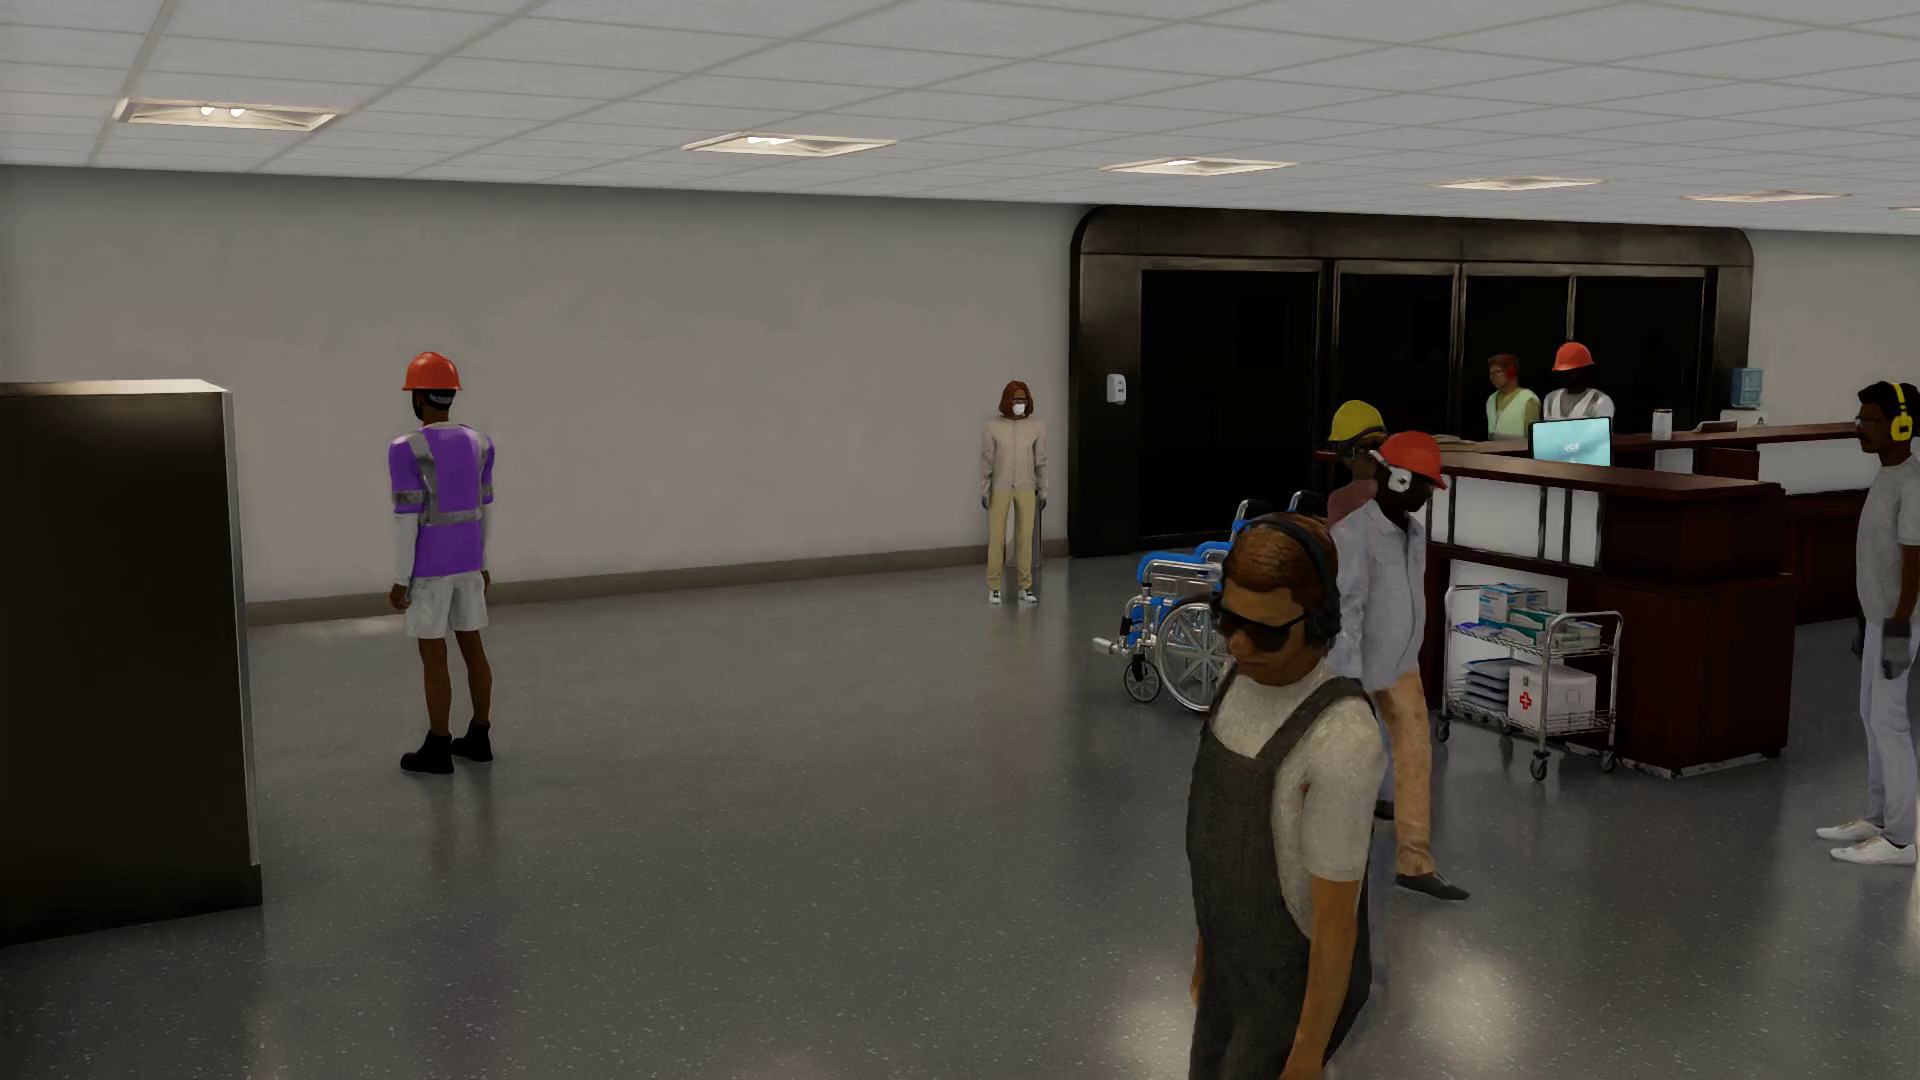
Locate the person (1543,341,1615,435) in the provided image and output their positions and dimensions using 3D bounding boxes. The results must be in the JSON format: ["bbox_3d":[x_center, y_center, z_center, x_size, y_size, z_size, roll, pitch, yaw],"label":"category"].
[{"bbox_3d":[4.358,-0.446,11.755,0.539,1.913,0.547,-4,9,-29],"label":"person"}]

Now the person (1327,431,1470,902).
[{"bbox_3d":[1.503,0.431,6.200,0.566,1.693,0.875,-6,10,-38],"label":"person"}]

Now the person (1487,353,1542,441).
[{"bbox_3d":[4.231,-0.516,12.714,0.633,1.830,0.631,-3,8,-21],"label":"person"}]

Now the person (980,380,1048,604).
[{"bbox_3d":[0.393,-0.343,12.075,0.504,1.627,0.285,-1,8,-10],"label":"person"}]

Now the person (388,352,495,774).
[{"bbox_3d":[-2.401,0.106,7.681,0.360,1.938,0.546,5,9,33],"label":"person"}]

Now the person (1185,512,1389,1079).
[{"bbox_3d":[0.614,0.824,3.019,0.692,1.798,0.567,-2,8,-14],"label":"person"}]

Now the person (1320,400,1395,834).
[{"bbox_3d":[1.626,0.313,6.811,0.327,1.765,0.528,7,11,42],"label":"person"}]

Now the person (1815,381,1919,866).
[{"bbox_3d":[3.567,0.321,6.414,0.322,1.861,0.514,2,8,17],"label":"person"}]
